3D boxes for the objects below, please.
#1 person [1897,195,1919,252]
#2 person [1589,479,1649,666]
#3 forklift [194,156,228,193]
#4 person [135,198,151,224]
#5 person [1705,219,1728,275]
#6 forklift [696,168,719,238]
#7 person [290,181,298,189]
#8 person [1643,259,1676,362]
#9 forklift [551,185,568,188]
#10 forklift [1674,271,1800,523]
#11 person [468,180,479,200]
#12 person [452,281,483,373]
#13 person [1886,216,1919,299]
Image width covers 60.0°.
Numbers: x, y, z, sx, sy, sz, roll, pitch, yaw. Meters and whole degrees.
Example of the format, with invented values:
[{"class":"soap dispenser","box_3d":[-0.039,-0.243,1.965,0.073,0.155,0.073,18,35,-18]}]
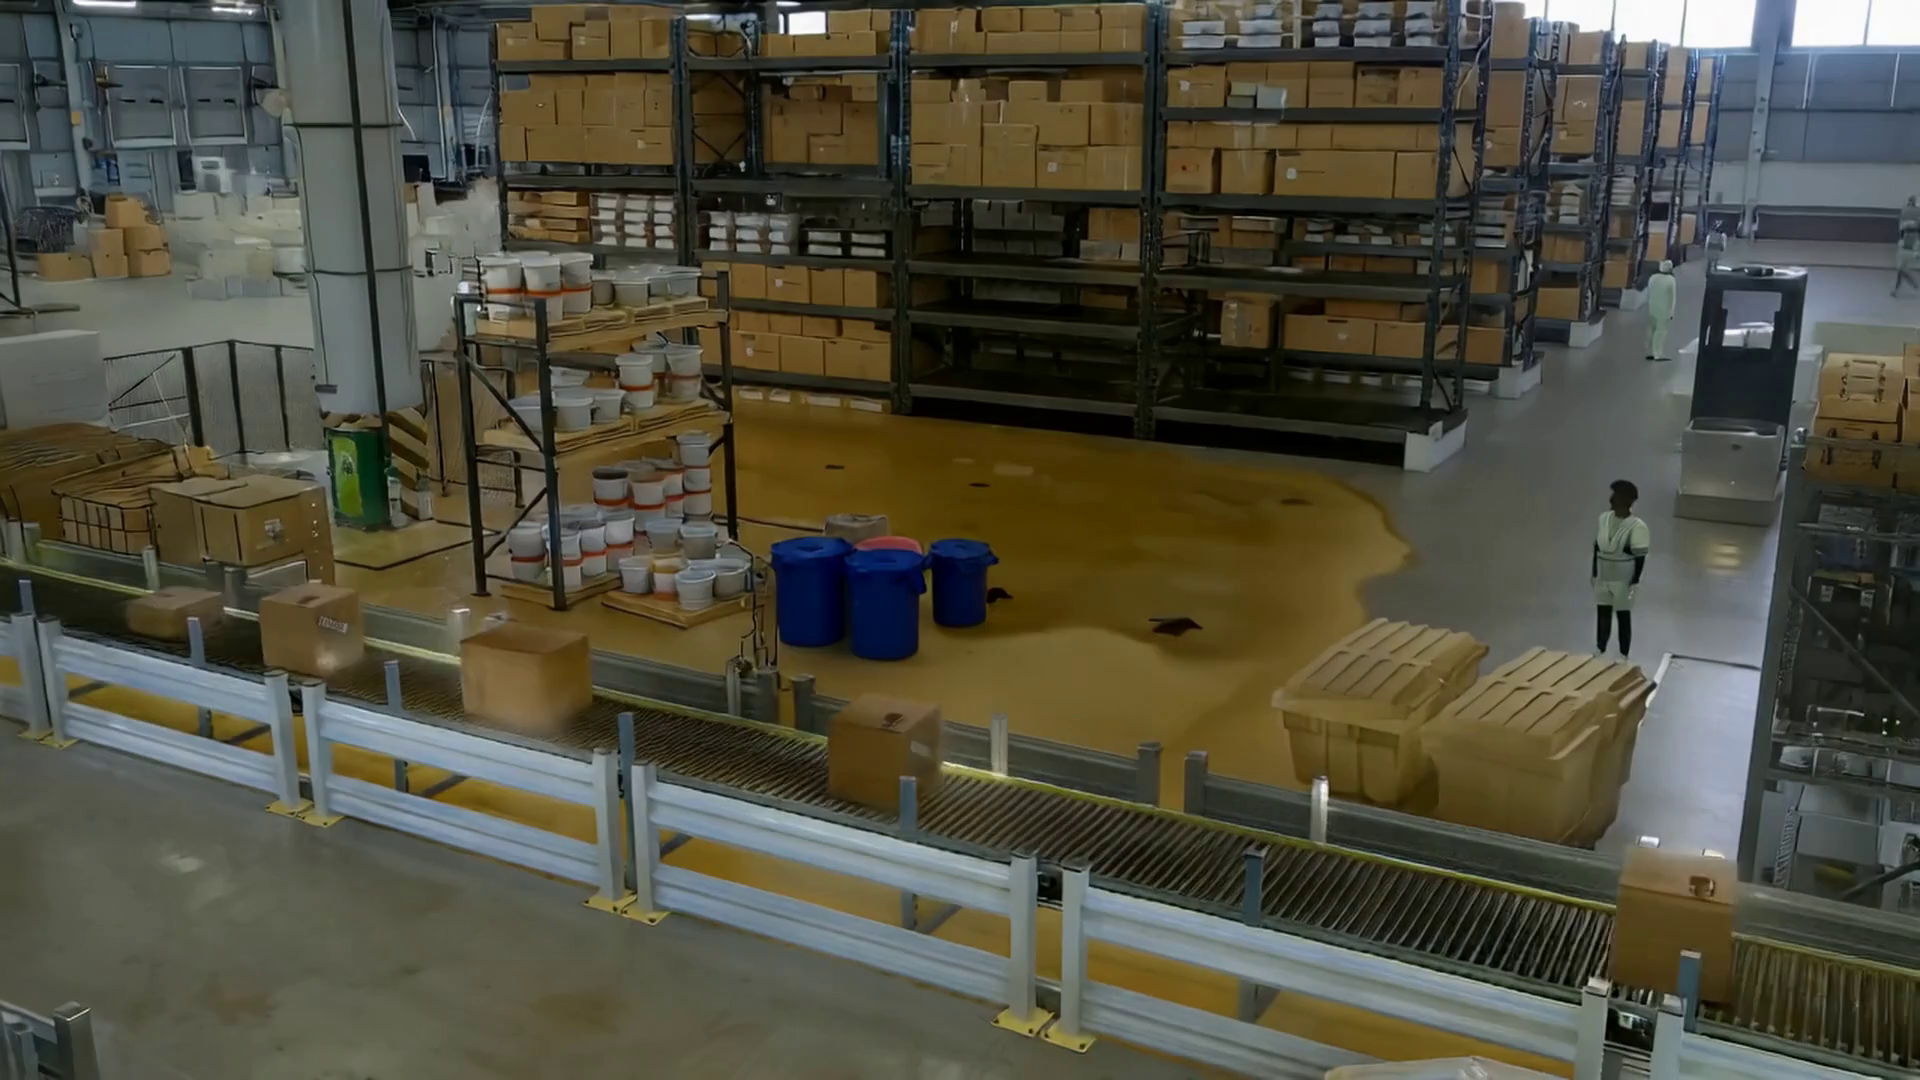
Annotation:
[{"class":"person","box_3d":[29.189,-9.624,51.134,0.410,1.913,0.651,-6,16,-23]},{"class":"person","box_3d":[5.580,0.318,14.173,0.316,1.695,0.542,-6,16,-22]},{"class":"forklift","box_3d":[-26.295,-12.105,58.608,1.129,2.768,1.873,-11,18,-35]},{"class":"person","box_3d":[-24.562,-9.313,49.983,0.617,1.899,0.634,1,15,6]},{"class":"person","box_3d":[20.280,-7.770,44.643,0.529,1.659,0.842,8,17,28]},{"class":"forklift","box_3d":[-7.573,-9.644,49.356,1.129,2.768,1.873,8,17,28]},{"class":"person","box_3d":[-23.886,-11.980,59.973,0.698,1.918,0.662,1,15,3]},{"class":"person","box_3d":[13.134,-4.293,31.129,0.398,1.899,0.650,-6,16,-23]},{"class":"forklift","box_3d":[-15.292,-13.524,63.939,1.873,2.768,1.129,8,17,28]},{"class":"forklift","box_3d":[9.269,-1.763,19.726,1.129,2.768,1.873,8,17,27]},{"class":"person","box_3d":[-17.740,-12.253,61.052,0.569,1.888,0.957,9,18,31]},{"class":"person","box_3d":[-8.686,-3.723,29.362,0.540,1.695,0.317,-11,18,-35]},{"class":"person","box_3d":[23.360,-6.932,40.874,0.627,2.009,0.908,-7,16,-23]}]
